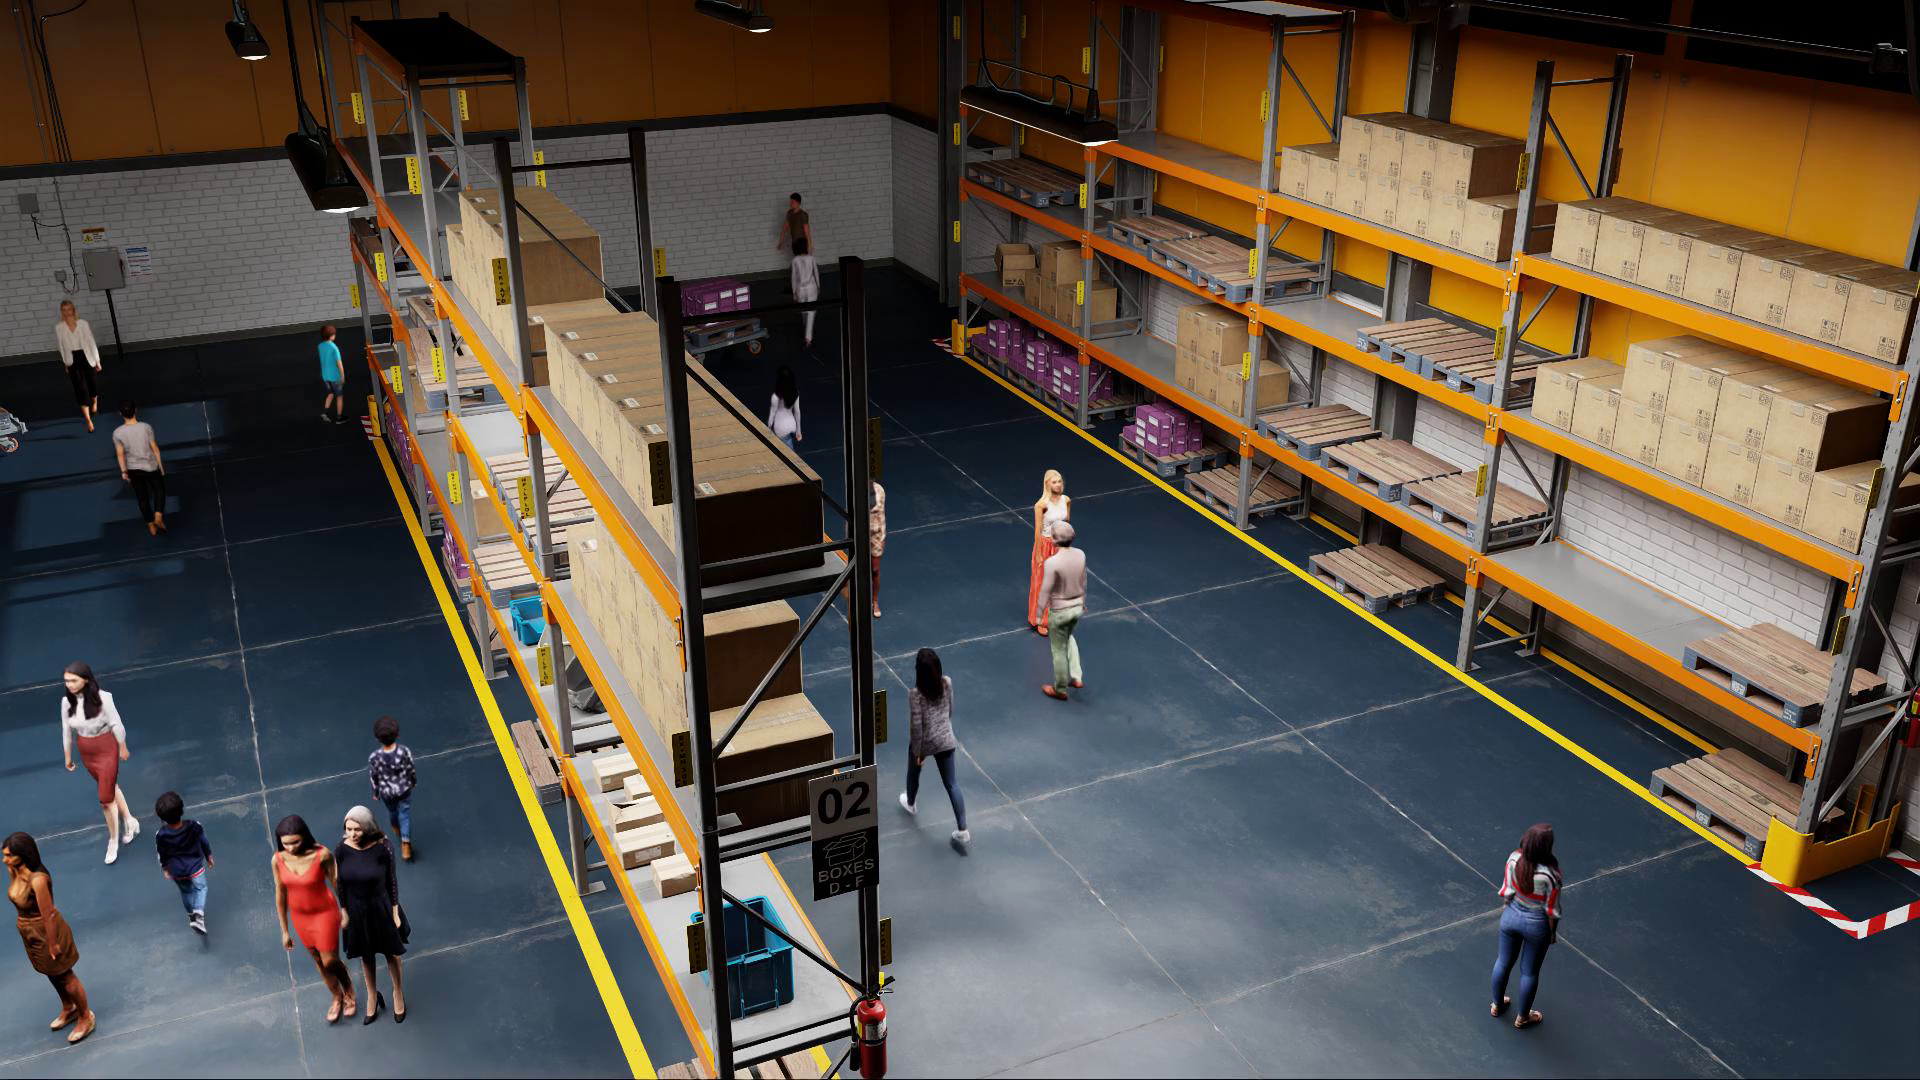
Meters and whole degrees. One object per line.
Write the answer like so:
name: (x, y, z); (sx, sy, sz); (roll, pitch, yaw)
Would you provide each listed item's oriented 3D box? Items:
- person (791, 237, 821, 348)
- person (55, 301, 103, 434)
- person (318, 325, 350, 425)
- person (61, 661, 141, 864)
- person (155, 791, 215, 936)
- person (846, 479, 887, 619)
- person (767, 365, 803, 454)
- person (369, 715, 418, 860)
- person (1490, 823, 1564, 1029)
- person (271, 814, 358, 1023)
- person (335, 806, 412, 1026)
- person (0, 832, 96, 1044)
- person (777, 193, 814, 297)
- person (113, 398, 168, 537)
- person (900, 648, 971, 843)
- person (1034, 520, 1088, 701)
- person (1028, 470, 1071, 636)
person: (-2.478, -3.966, 26.800); (0.904, 1.741, 1.164); (1, 24, 2)
person: (-12.262, -2.450, 23.228); (0.635, 1.825, 1.144); (-12, 26, -25)
person: (-8.876, -2.301, 23.372); (0.709, 1.437, 0.768); (9, 25, 20)
person: (-7.052, 1.753, 13.734); (0.806, 1.727, 0.892); (2, 24, 5)
person: (-5.917, 2.484, 12.703); (0.587, 1.214, 0.735); (-7, 24, -15)
person: (-0.995, -0.009, 17.681); (0.643, 1.794, 0.631); (-4, 24, -9)
person: (-2.113, -1.295, 20.754); (1.248, 1.689, 1.001); (16, 28, 33)
person: (-4.646, 2.049, 13.688); (0.534, 1.222, 0.848); (-9, 25, -19)
person: (3.993, 2.693, 11.727); (0.714, 1.612, 0.552); (-21, 31, -39)
person: (-4.559, 2.619, 11.781); (0.679, 1.705, 0.685); (-1, 24, -3)
person: (-4.134, 2.634, 11.695); (0.678, 1.747, 0.685); (-1, 24, -2)
person: (-6.343, 2.740, 11.532); (0.597, 1.684, 0.700); (16, 28, 32)
person: (-2.800, -5.292, 29.742); (0.923, 1.814, 1.085); (-18, 29, -35)
person: (-9.671, -0.829, 19.663); (0.649, 1.710, 0.741); (-8, 25, -18)
person: (-0.176, 1.733, 13.830); (0.679, 1.687, 1.202); (-13, 27, -27)
person: (1.057, 0.717, 15.938); (0.767, 1.861, 0.717); (-18, 29, -35)
person: (0.947, 0.107, 17.405); (0.664, 1.803, 0.633); (-16, 28, -32)
